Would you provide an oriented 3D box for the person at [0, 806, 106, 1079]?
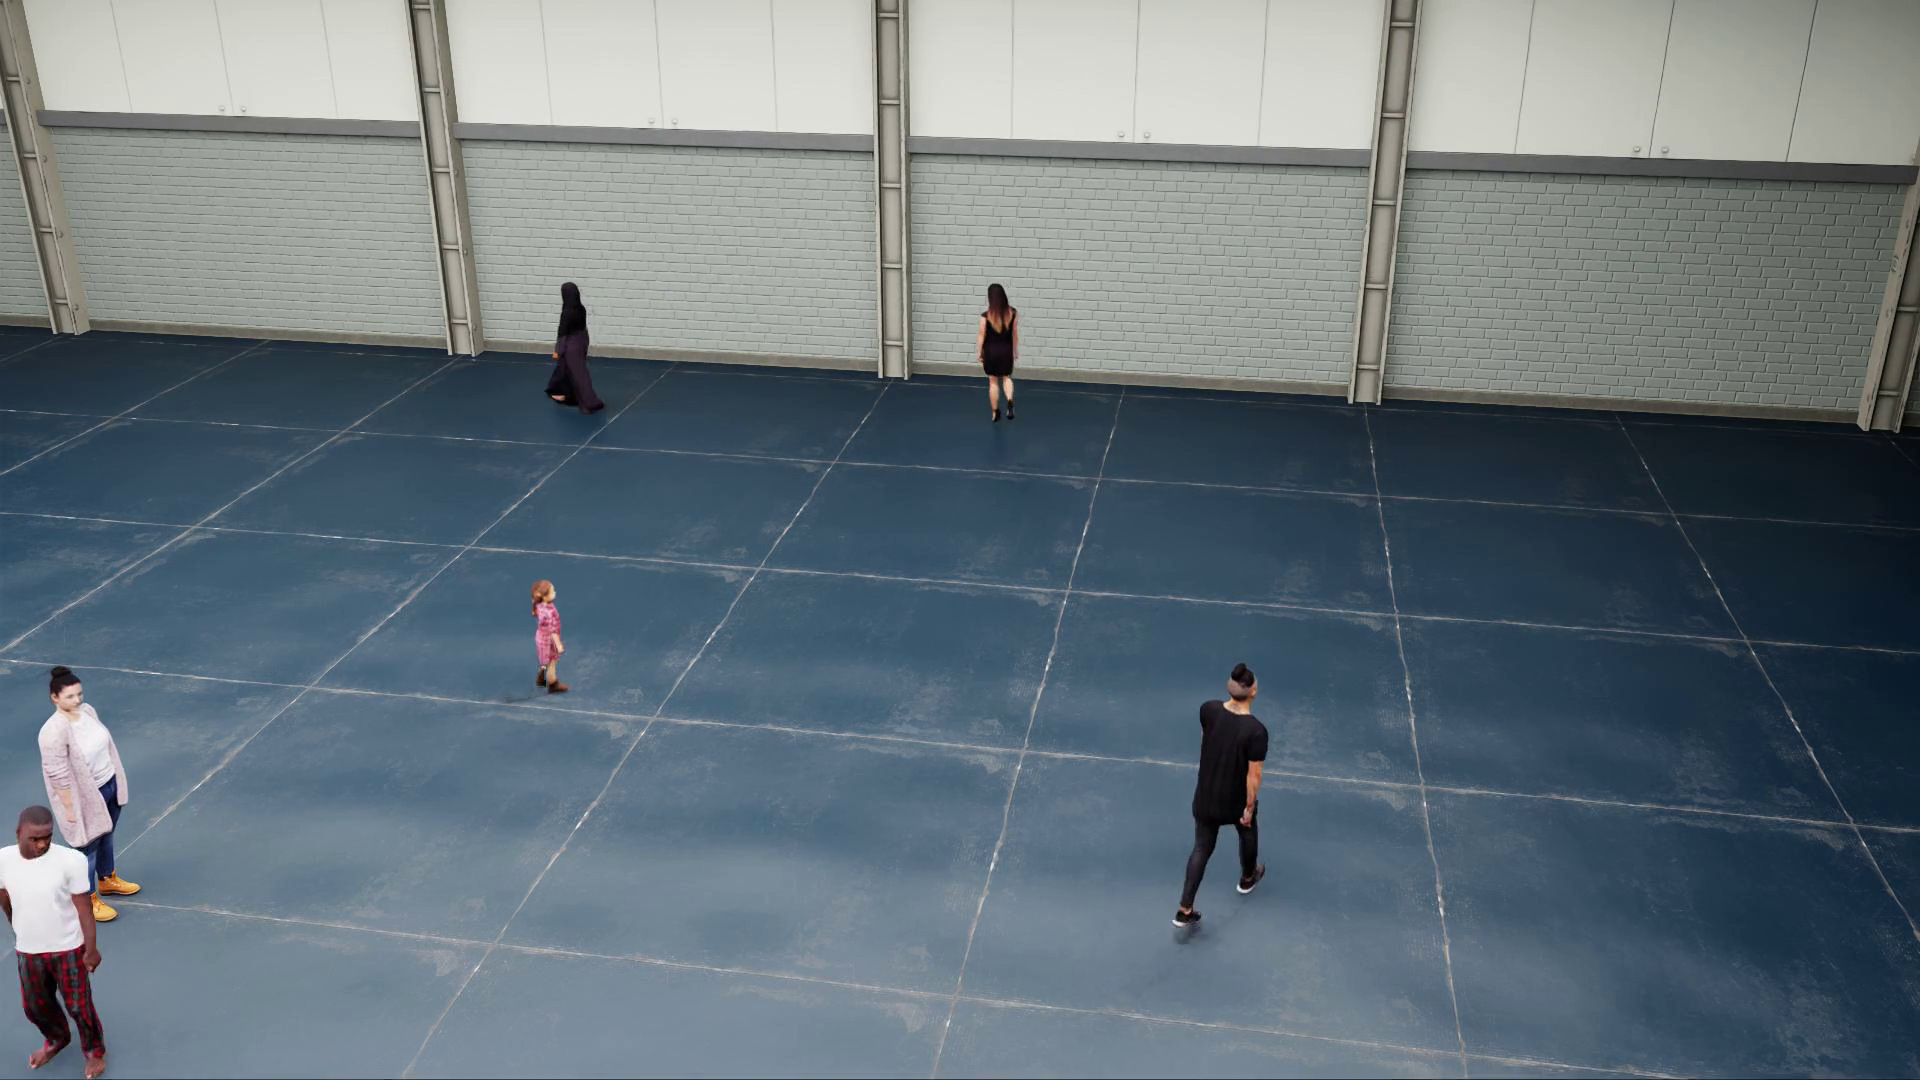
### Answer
[{"bbox_3d":[-5.026,2.210,9.219,0.650,1.794,0.889,5,24,12],"label":"person"}]

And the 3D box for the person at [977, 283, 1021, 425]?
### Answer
[{"bbox_3d":[0.488,-2.157,19.604,0.839,1.703,0.903,-8,24,-18],"label":"person"}]

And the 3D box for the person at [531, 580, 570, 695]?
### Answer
[{"bbox_3d":[-3.388,0.802,13.526,0.592,1.014,0.532,-12,26,-25],"label":"person"}]

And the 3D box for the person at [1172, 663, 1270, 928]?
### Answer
[{"bbox_3d":[1.634,1.630,10.554,1.242,1.817,1.109,17,28,35],"label":"person"}]

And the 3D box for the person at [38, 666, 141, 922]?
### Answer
[{"bbox_3d":[-5.639,1.607,10.706,0.647,1.740,0.708,1,23,3],"label":"person"}]

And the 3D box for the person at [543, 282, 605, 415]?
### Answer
[{"bbox_3d":[-4.592,-2.316,20.095,1.036,1.610,0.624,5,24,12],"label":"person"}]
